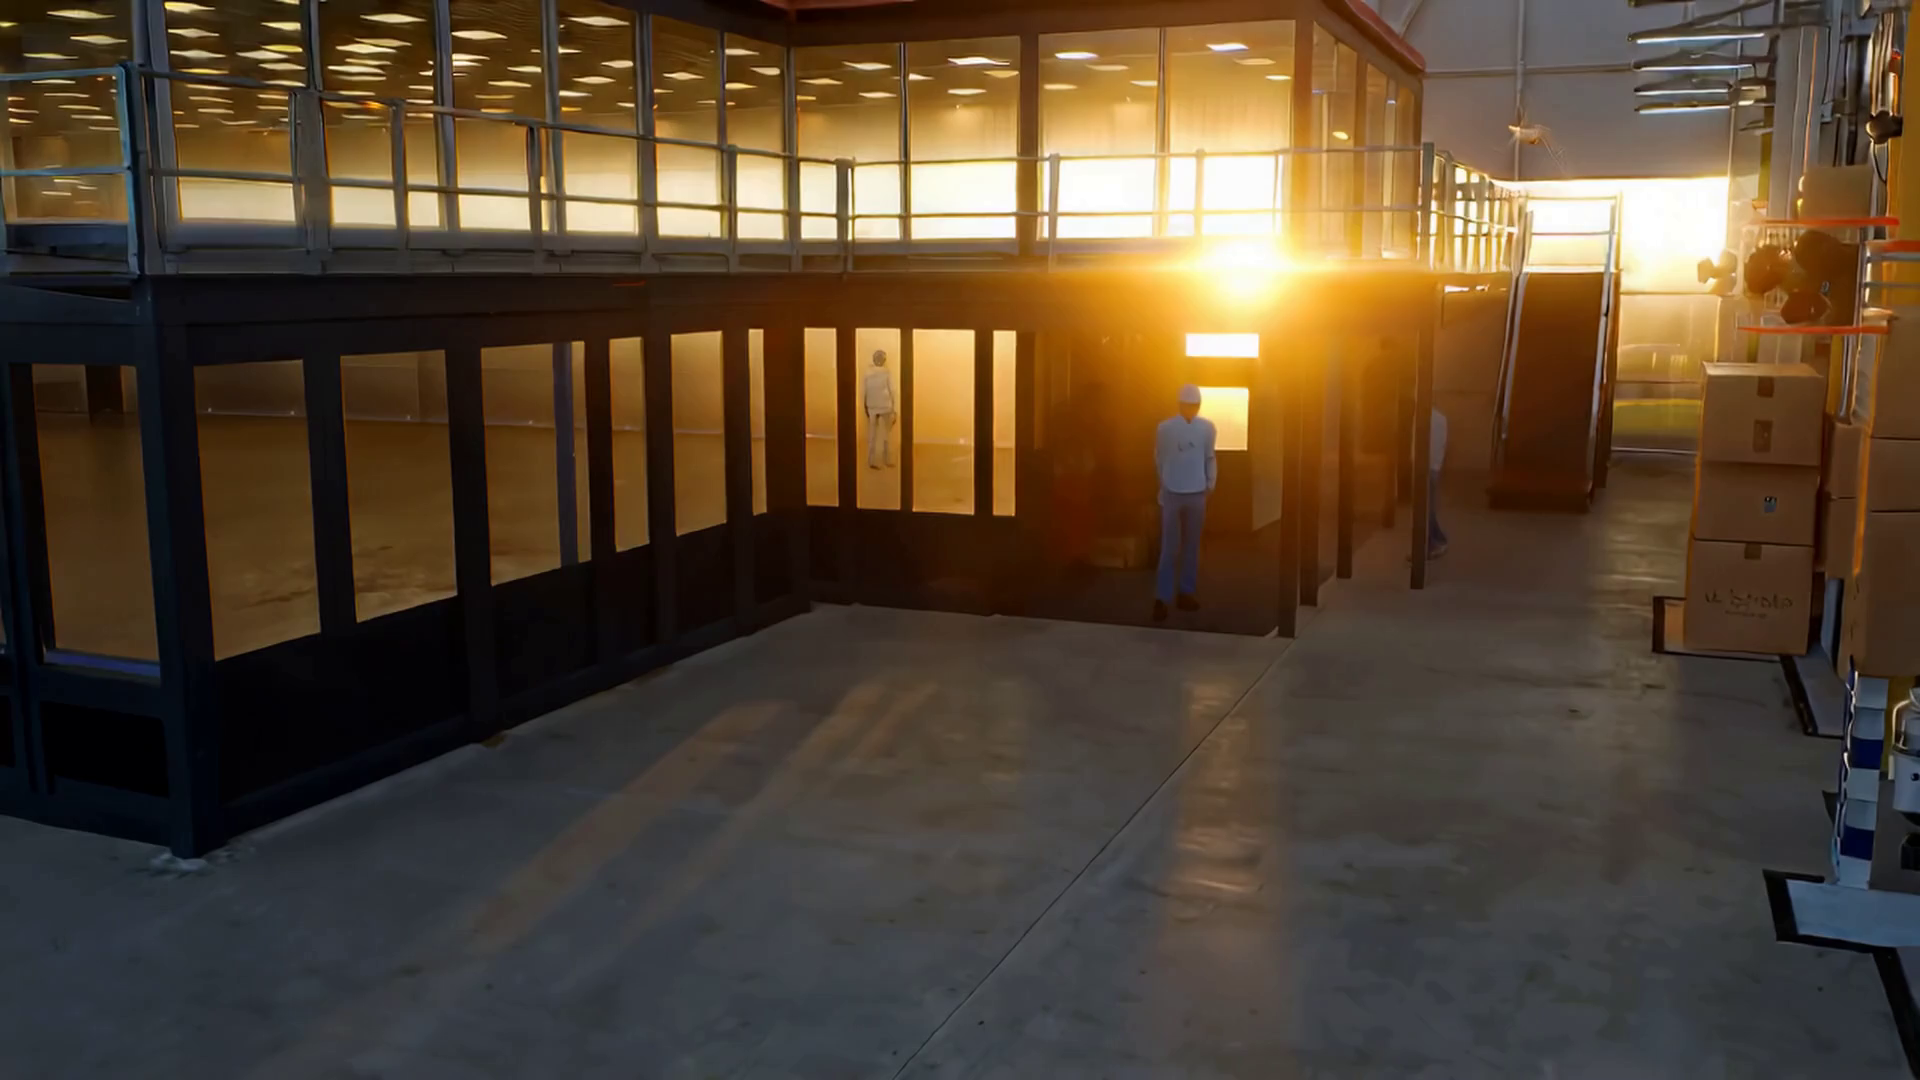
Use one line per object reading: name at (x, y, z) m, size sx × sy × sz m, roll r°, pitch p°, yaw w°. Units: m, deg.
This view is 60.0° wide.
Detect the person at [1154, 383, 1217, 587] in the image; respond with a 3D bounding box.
person at (2.184, -0.524, 16.070) m, size 0.614 × 1.987 × 0.399 m, roll -1°, pitch 9°, yaw -3°
